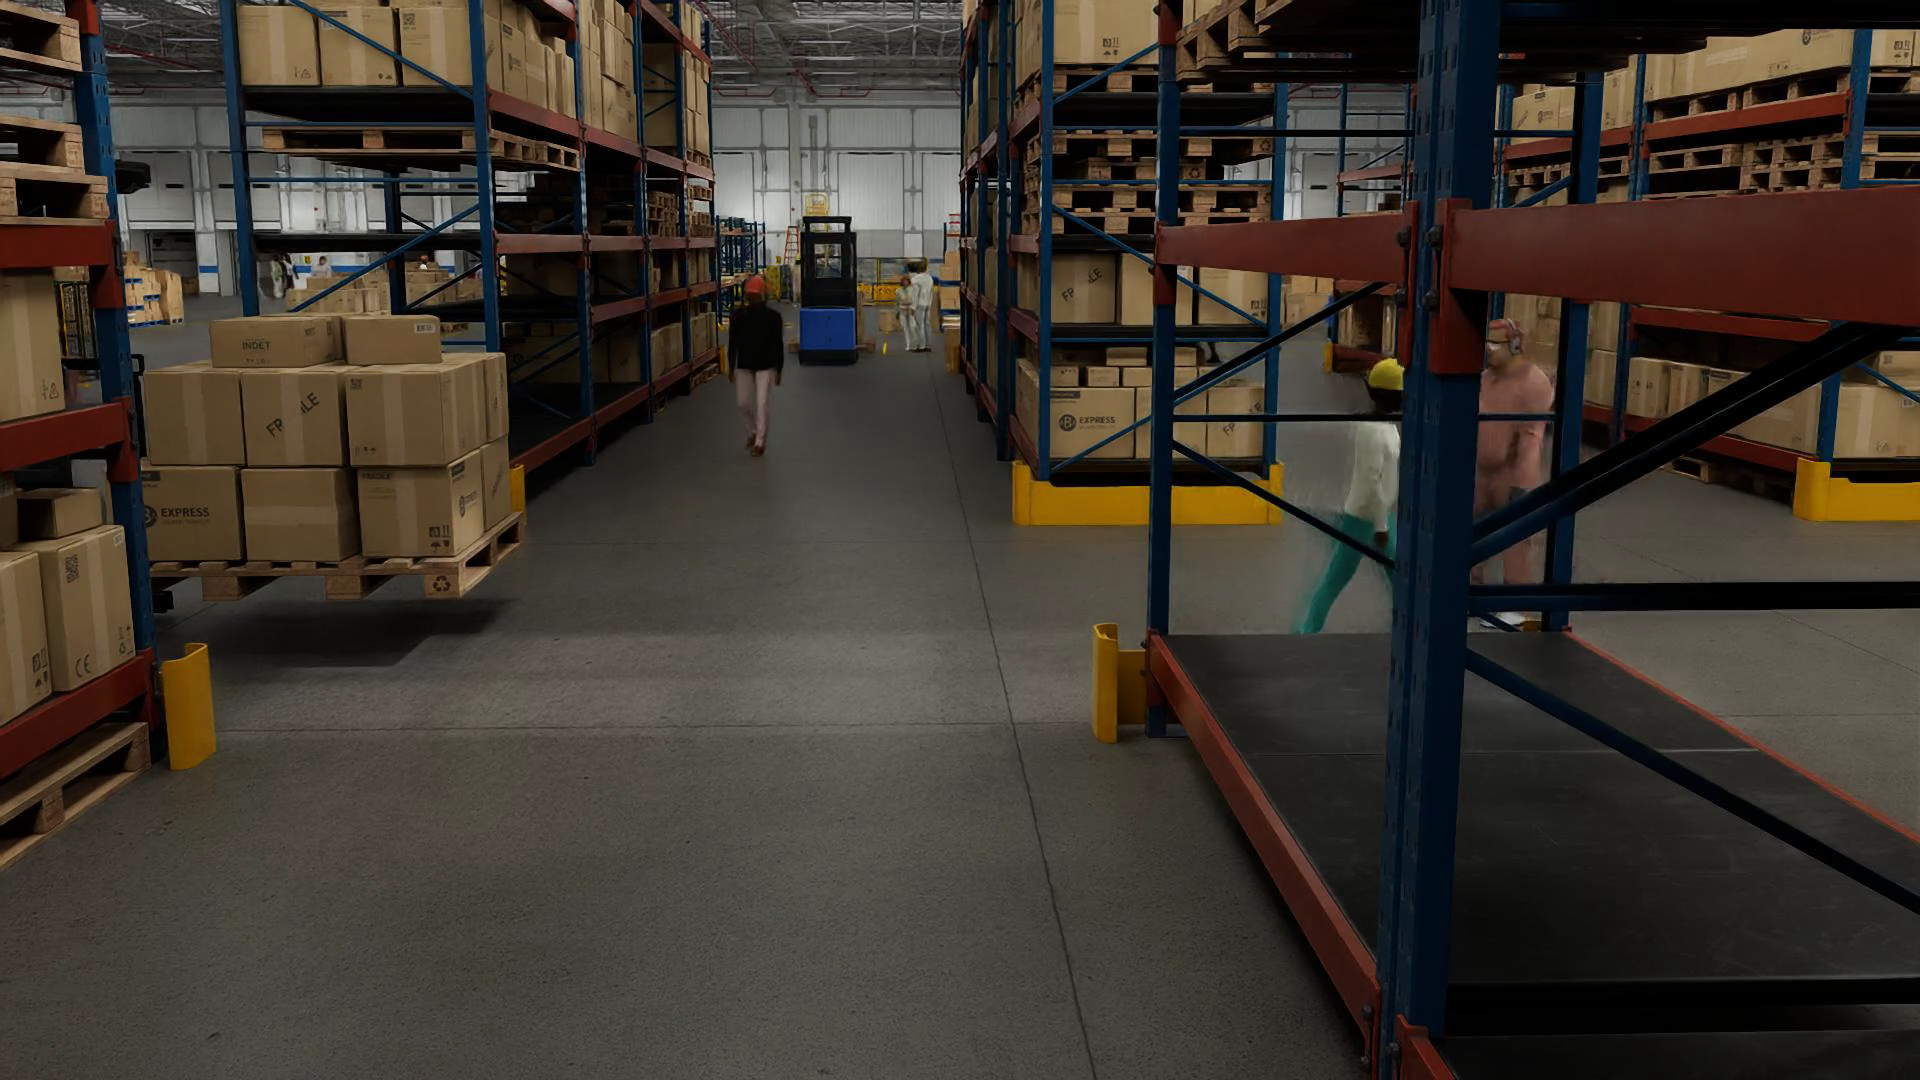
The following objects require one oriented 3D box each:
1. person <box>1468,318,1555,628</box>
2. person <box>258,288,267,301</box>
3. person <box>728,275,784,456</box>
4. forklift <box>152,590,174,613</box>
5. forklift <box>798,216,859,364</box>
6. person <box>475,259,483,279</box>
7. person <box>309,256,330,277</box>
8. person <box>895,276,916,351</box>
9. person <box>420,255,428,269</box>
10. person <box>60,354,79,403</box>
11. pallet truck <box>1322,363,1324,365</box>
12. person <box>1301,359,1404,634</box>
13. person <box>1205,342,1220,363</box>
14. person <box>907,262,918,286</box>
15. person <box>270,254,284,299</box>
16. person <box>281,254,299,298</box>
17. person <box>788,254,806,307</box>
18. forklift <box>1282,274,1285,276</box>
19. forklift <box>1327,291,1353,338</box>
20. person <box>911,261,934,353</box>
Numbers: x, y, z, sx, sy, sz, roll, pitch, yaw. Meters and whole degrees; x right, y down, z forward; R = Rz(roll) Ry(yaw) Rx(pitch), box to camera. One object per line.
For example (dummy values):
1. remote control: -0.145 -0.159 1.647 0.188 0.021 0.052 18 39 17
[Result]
1. person: 3.224 -0.384 10.045 0.582 1.889 0.647 -5 11 -24
2. person: -27.812 -10.311 65.496 0.922 1.841 0.517 3 11 18
3. person: -2.242 -1.902 18.216 0.643 1.981 0.430 2 10 10
4. forklift: -5.858 -0.811 9.639 1.873 2.768 1.129 -1 10 -3
5. forklift: -2.534 -4.821 31.975 1.129 2.768 1.873 0 10 -2
6. person: -16.773 -9.121 58.619 0.584 1.919 0.387 -6 12 -30
7. person: -20.418 -8.116 53.074 0.652 1.919 0.391 -3 11 -16
8. person: -1.131 -4.822 35.529 0.522 1.601 0.802 1 10 7
9. person: -17.814 -8.526 55.392 0.341 1.882 0.587 -3 11 -17
10. person: -7.619 -1.006 13.894 0.771 1.743 0.520 10 14 44
11. pallet truck: 7.712 -4.157 30.737 1.885 1.965 0.823 3 11 16
12. person: 2.317 -0.139 9.150 0.941 1.708 0.529 6 12 29
13. person: 4.585 -4.349 32.143 1.019 1.885 0.561 2 10 9
14. person: -1.328 -6.724 45.613 0.974 1.786 0.654 -5 11 -24
15. person: -27.791 -10.701 67.634 0.428 1.843 0.636 -1 10 -3
16. person: -27.554 -10.838 68.380 0.882 1.861 0.608 3 11 17
17. person: -5.852 -9.302 59.649 0.619 1.905 0.469 2 10 10
18. forklift: 12.247 -10.290 62.443 1.129 2.768 1.873 0 10 -3
19. forklift: 9.791 -6.229 39.822 1.873 2.768 1.129 -9 14 -42
20. person: -0.814 -4.913 35.127 0.377 1.936 0.628 8 13 39
